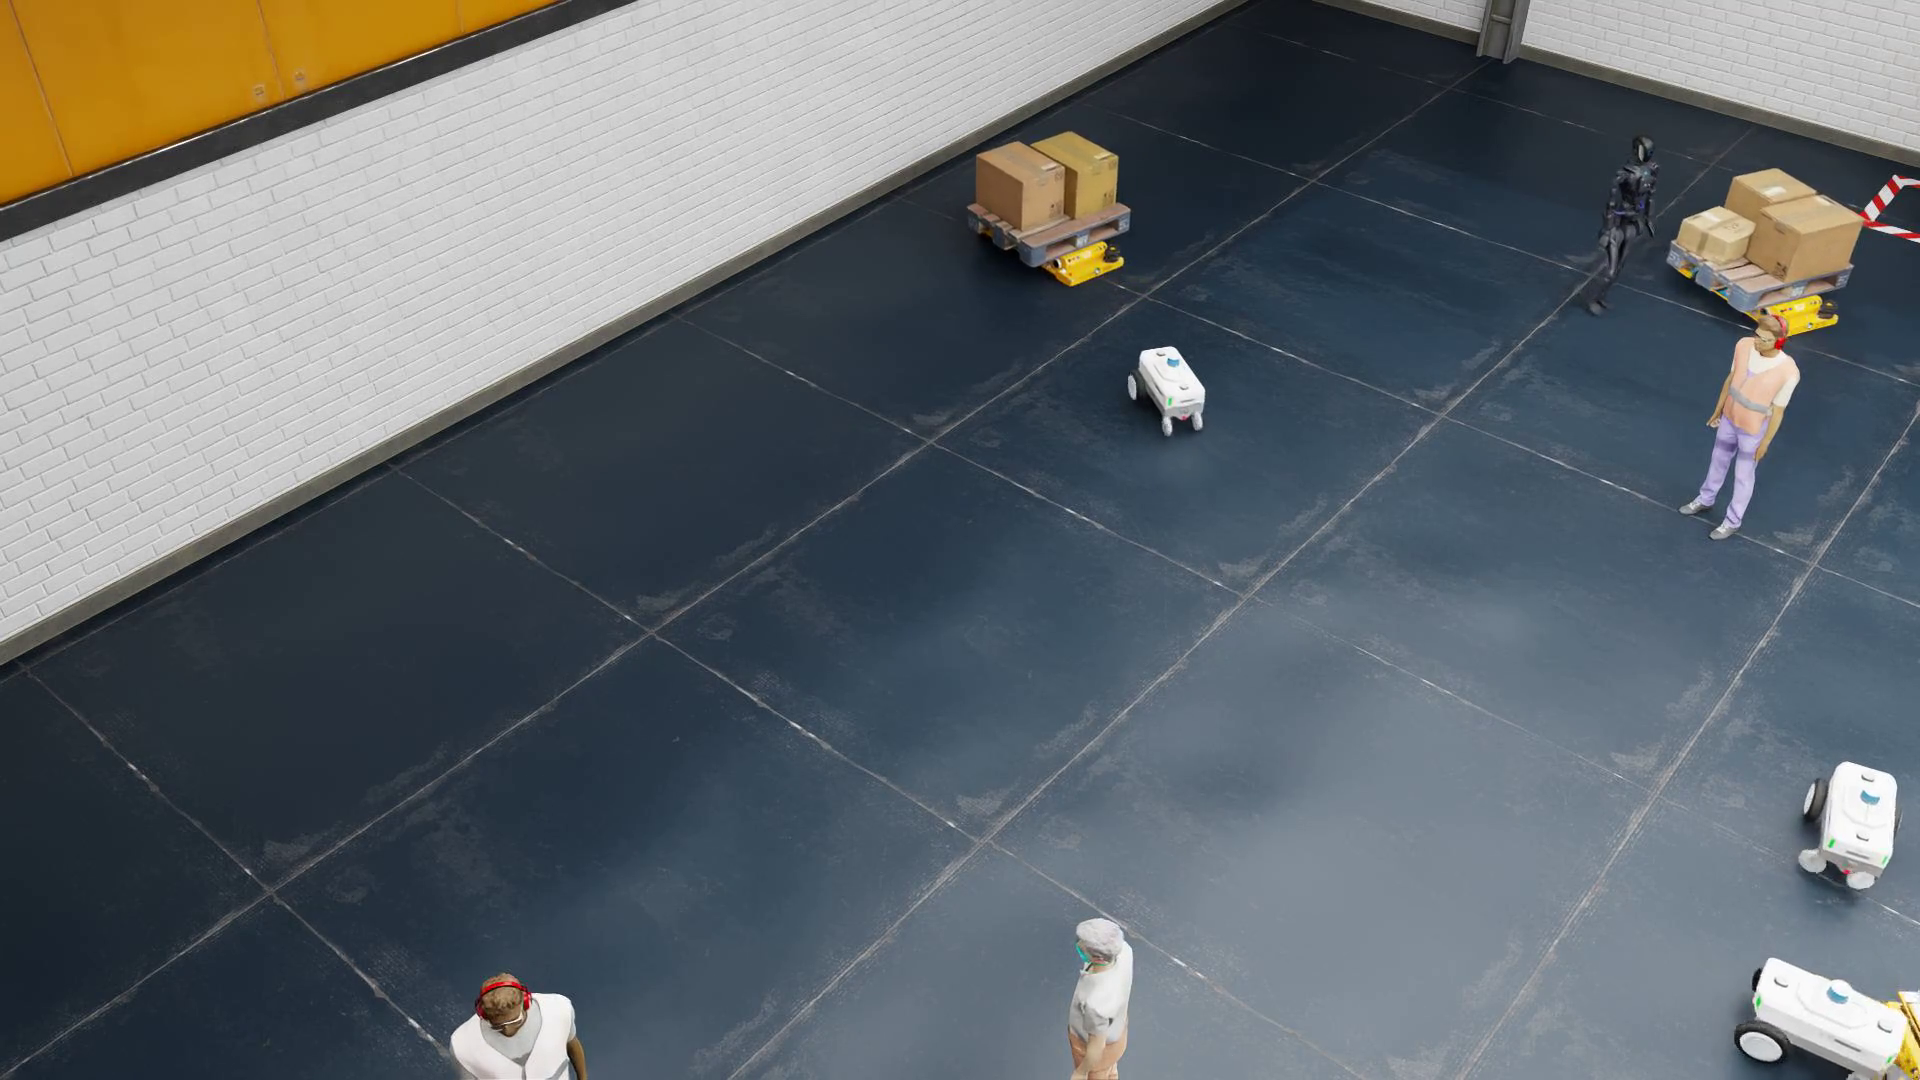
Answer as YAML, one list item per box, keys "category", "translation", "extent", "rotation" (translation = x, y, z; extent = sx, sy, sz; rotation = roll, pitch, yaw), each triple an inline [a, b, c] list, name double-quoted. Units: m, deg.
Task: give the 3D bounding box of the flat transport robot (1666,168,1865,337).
- category: "flat transport robot"
  translation: [7.224, -2.318, 15.163]
  extent: [0.659, 0.231, 1.431]
  rotation: [-14, 41, -17]

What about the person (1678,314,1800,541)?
- category: "person"
  translation: [5.719, -0.844, 12.091]
  extent: [0.388, 1.836, 0.559]
  rotation: [-14, 41, -16]

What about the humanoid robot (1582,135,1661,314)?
- category: "humanoid robot"
  translation: [5.849, -2.776, 14.607]
  extent: [0.599, 1.658, 0.330]
  rotation: [-17, 42, -20]

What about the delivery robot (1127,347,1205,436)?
- category: "delivery robot"
  translation: [1.722, -1.262, 13.640]
  extent: [0.499, 0.614, 0.818]
  rotation: [-10, 40, -12]

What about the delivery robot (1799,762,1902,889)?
- category: "delivery robot"
  translation: [5.372, 1.685, 9.977]
  extent: [0.510, 0.607, 0.778]
  rotation: [17, 42, 20]

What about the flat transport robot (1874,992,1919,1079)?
- category: "flat transport robot"
  translation: [5.547, 2.759, 8.862]
  extent: [1.431, 0.231, 0.659]
  rotation: [2, 39, 2]

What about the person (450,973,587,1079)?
- category: "person"
  translation: [-2.015, 2.607, 7.795]
  extent: [0.568, 1.843, 0.373]
  rotation: [-17, 42, -20]

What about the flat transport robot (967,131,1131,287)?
- category: "flat transport robot"
  translation: [0.843, -2.864, 15.841]
  extent: [0.659, 0.231, 1.431]
  rotation: [-26, 45, -28]

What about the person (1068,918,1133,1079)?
- category: "person"
  translation: [0.655, 2.416, 8.110]
  extent: [0.320, 1.746, 0.470]
  rotation: [10, 40, 13]

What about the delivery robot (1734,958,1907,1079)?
- category: "delivery robot"
  translation: [4.597, 2.557, 8.866]
  extent: [0.756, 0.571, 0.499]
  rotation: [22, 44, 25]
